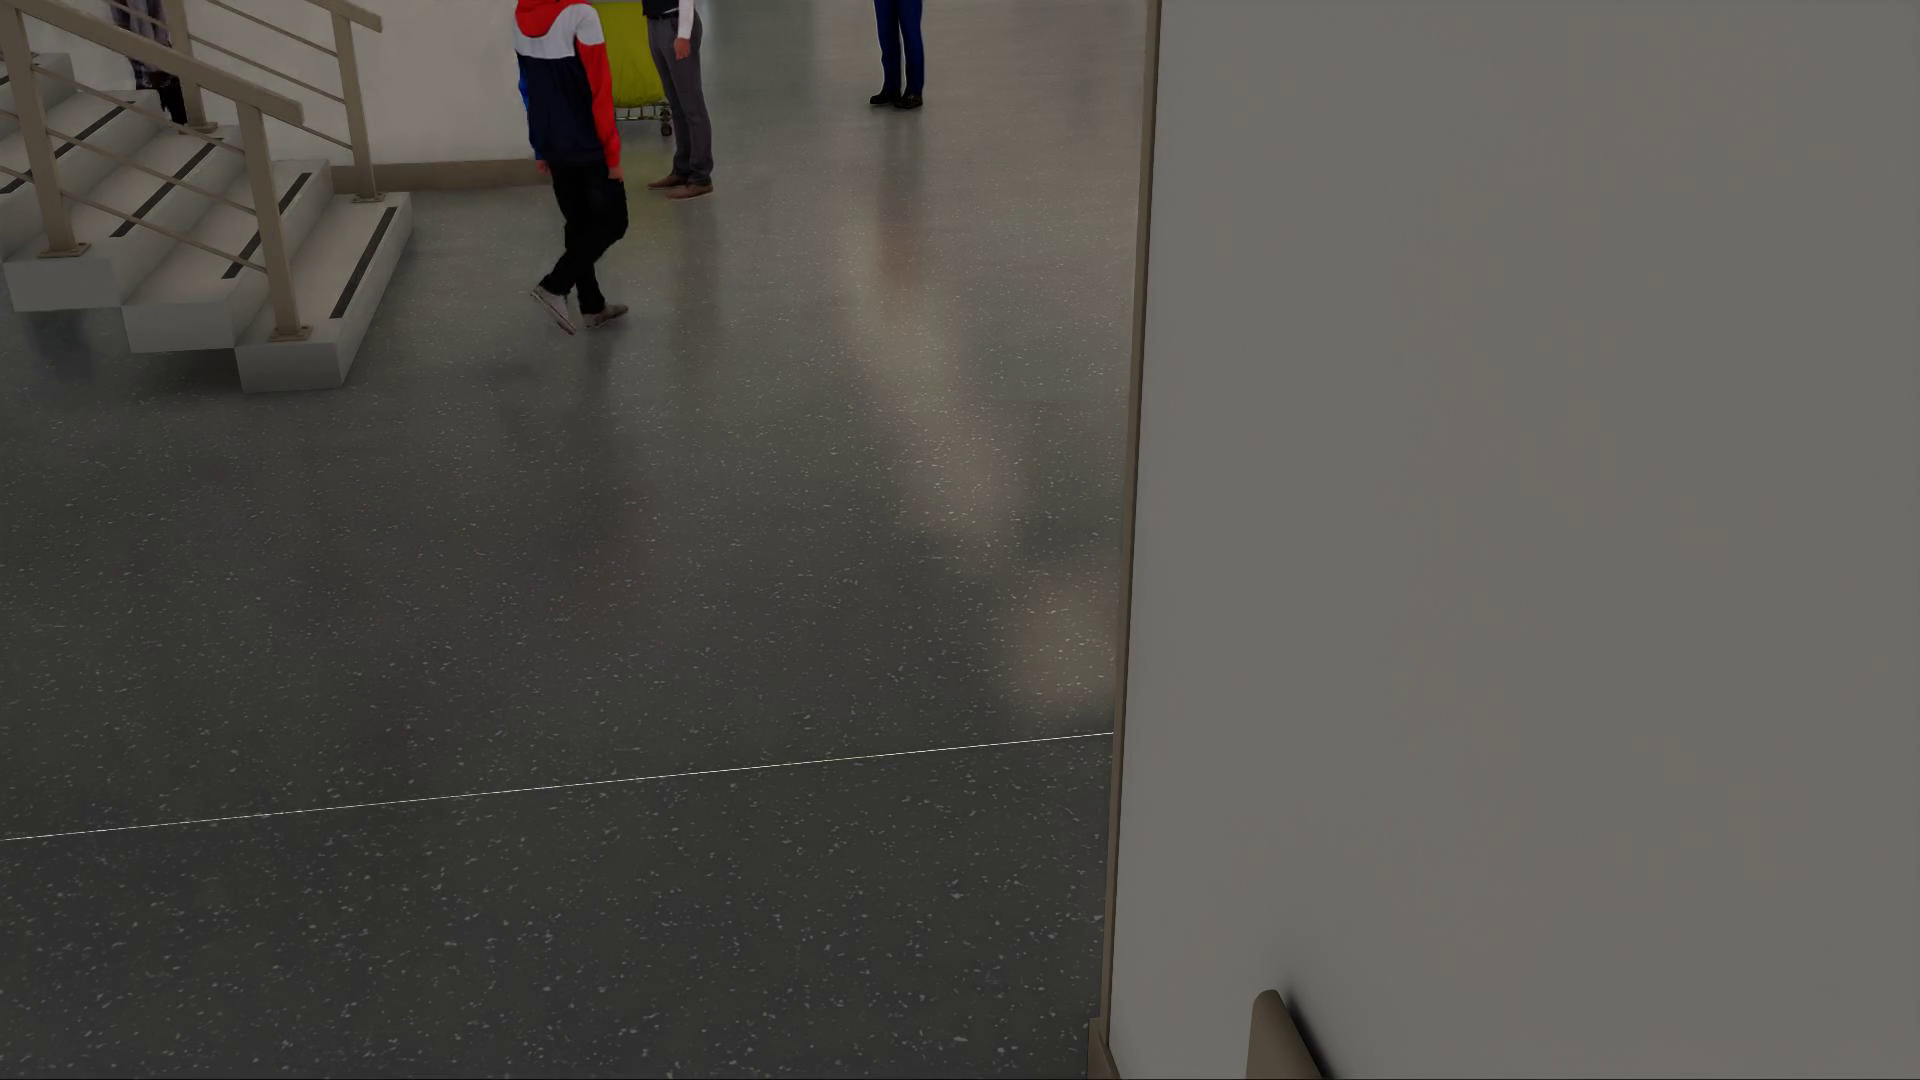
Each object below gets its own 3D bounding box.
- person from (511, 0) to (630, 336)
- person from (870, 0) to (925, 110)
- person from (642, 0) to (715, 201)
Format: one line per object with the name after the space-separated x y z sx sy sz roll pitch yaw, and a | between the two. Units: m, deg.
-1.727 -1.710 7.226 0.964 1.747 1.008 15 29 28 | person
-0.446 -4.093 12.013 0.766 1.881 0.836 15 29 28 | person
-1.655 -2.982 9.643 0.677 1.939 0.730 -14 29 -26 | person
